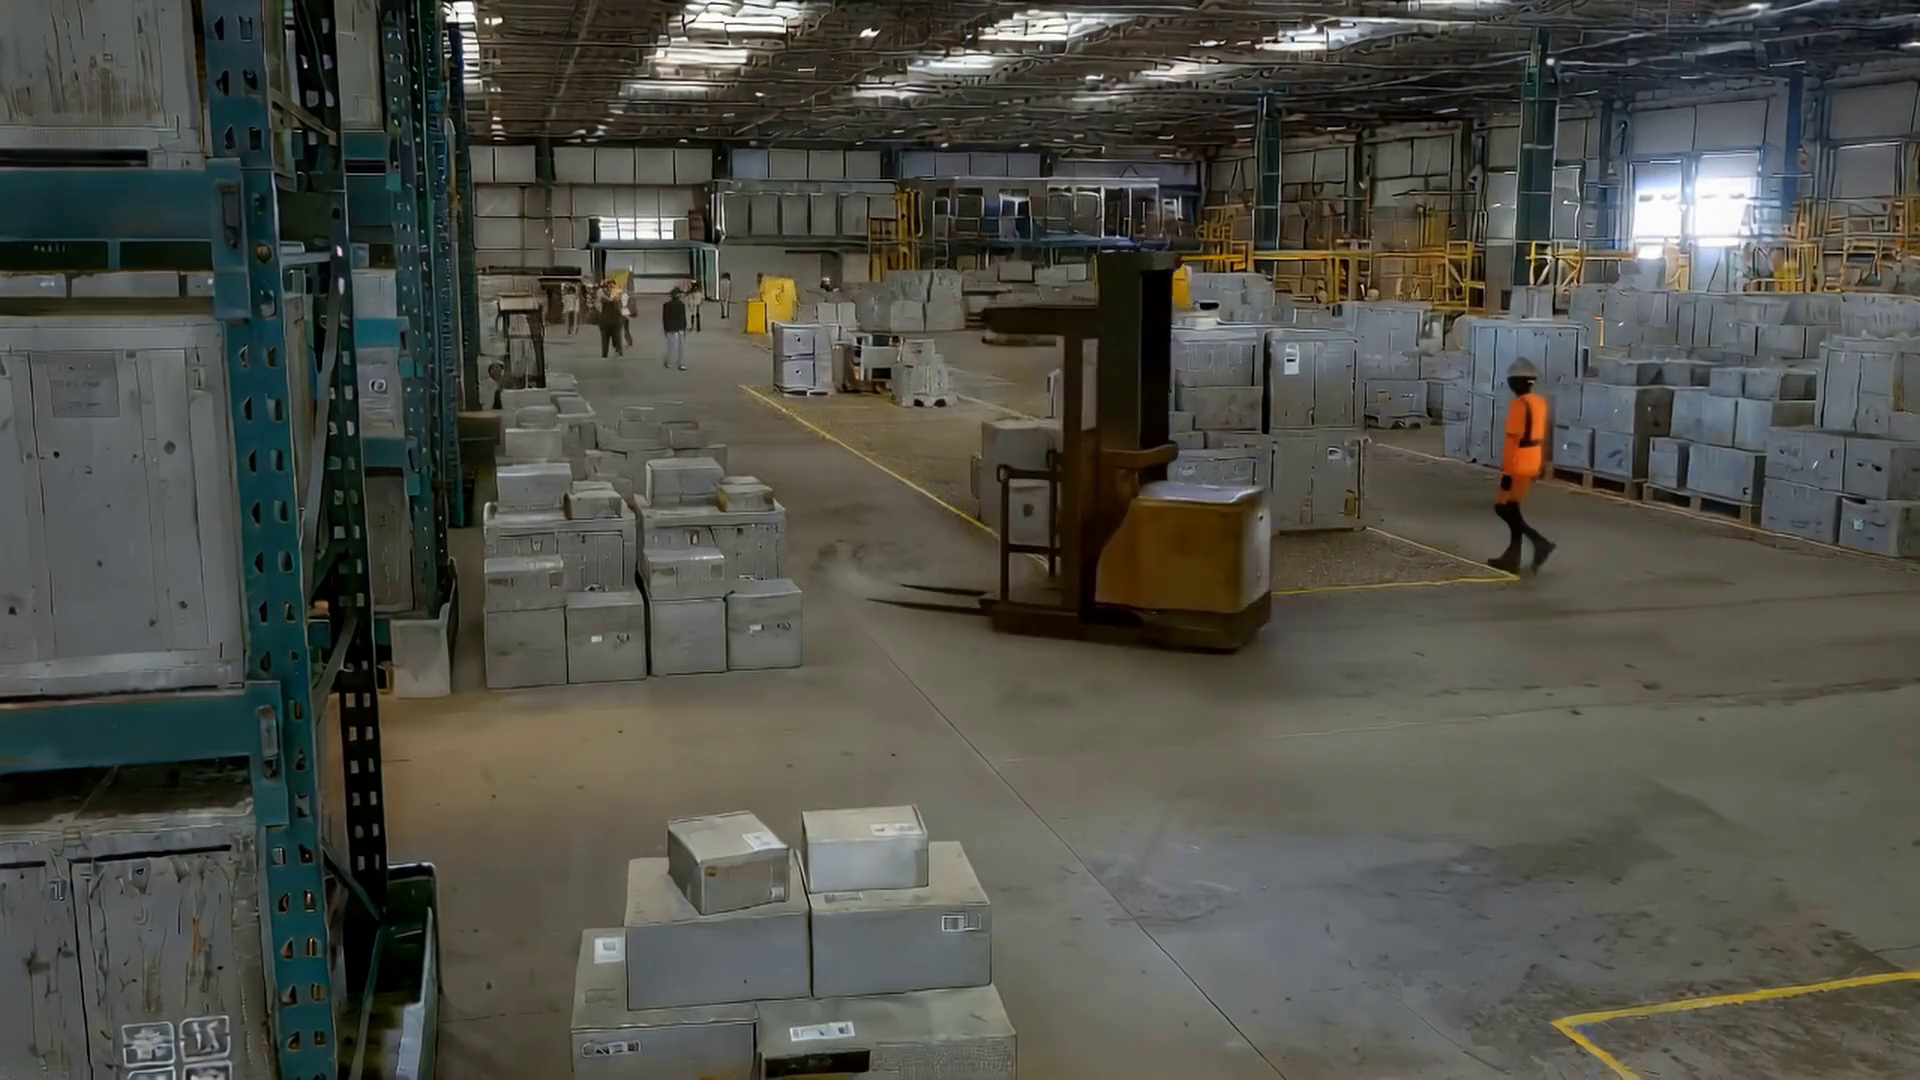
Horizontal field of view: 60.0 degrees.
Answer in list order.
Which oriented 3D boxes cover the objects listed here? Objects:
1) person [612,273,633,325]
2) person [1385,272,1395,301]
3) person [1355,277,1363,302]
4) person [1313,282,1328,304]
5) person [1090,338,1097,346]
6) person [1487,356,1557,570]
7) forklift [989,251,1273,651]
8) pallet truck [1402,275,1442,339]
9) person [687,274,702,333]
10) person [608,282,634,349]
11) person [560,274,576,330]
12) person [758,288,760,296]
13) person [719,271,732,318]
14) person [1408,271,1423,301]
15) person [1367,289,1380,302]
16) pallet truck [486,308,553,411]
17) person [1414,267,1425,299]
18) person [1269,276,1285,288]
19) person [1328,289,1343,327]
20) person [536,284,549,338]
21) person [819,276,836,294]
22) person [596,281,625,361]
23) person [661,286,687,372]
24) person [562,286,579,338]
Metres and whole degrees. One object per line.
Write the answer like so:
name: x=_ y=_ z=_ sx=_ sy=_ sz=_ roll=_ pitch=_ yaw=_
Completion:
person: x=-12.583 y=-8.832 z=60.954 sx=1.044 sy=1.908 sz=0.608 roll=-1 pitch=10 yaw=-7
person: x=19.344 y=-11.189 z=74.850 sx=0.867 sy=1.709 sz=0.497 roll=-9 pitch=13 yaw=-41
person: x=13.419 y=-8.060 z=56.624 sx=0.656 sy=1.889 sz=1.005 roll=-8 pitch=13 yaw=-39
person: x=11.958 y=-7.721 z=55.272 sx=0.534 sy=1.691 sz=0.321 roll=8 pitch=13 yaw=38
person: x=3.159 y=-4.497 z=37.203 sx=0.691 sy=1.612 sz=0.513 roll=-6 pitch=12 yaw=-30
person: x=4.967 y=-0.656 z=14.617 sx=0.543 sy=1.914 sz=0.559 roll=9 pitch=13 yaw=40
forklift: x=1.299 y=-0.717 z=12.234 sx=1.873 sy=2.768 sz=1.129 roll=4 pitch=11 yaw=24
pallet truck: x=14.620 y=-7.324 z=52.145 sx=0.823 sy=1.965 sz=1.885 roll=8 pitch=13 yaw=40
person: x=-8.883 y=-7.886 z=55.504 sx=0.544 sy=1.935 sz=0.361 roll=3 pitch=10 yaw=17
person: x=-9.543 y=-6.300 z=46.716 sx=0.993 sy=1.877 sz=0.610 roll=9 pitch=14 yaw=42
person: x=-13.382 y=-8.130 z=56.922 sx=0.543 sy=1.925 sz=0.682 roll=-4 pitch=11 yaw=-22
person: x=-6.906 y=-8.373 z=58.873 sx=0.550 sy=1.725 sz=0.584 roll=4 pitch=11 yaw=19
person: x=-9.459 y=-9.885 z=67.006 sx=0.513 sy=1.872 sz=0.328 roll=-4 pitch=11 yaw=-23
person: x=19.676 y=-10.691 z=71.789 sx=0.652 sy=1.789 sz=0.948 roll=1 pitch=10 yaw=6
person: x=9.236 y=-4.687 z=37.452 sx=0.399 sy=1.919 sz=0.582 roll=4 pitch=11 yaw=19
pallet truck: x=-6.242 y=-2.418 z=24.362 sx=0.823 sy=1.965 sz=1.885 roll=1 pitch=10 yaw=3
person: x=21.303 y=-11.684 z=77.088 sx=0.680 sy=1.905 sz=0.513 roll=-9 pitch=14 yaw=-43
person: x=11.601 y=-8.771 z=60.904 sx=0.925 sy=1.805 sz=0.623 roll=-9 pitch=14 yaw=-42
person: x=8.816 y=-4.903 z=38.792 sx=0.349 sy=1.877 sz=0.576 roll=-7 pitch=12 yaw=-36
person: x=-13.149 y=-7.223 z=52.457 sx=0.319 sy=1.690 sz=0.535 roll=3 pitch=10 yaw=16
person: x=-4.554 y=-8.123 z=57.078 sx=0.607 sy=1.855 sz=1.036 roll=-6 pitch=12 yaw=-32
person: x=-8.769 y=-5.517 z=41.790 sx=0.708 sy=2.000 sz=0.544 roll=-2 pitch=10 yaw=-13
person: x=-6.582 y=-4.836 z=38.152 sx=0.631 sy=1.961 sz=0.689 roll=-9 pitch=13 yaw=-41
person: x=-12.268 y=-7.185 z=52.399 sx=0.527 sy=1.618 sz=0.342 roll=-3 pitch=10 yaw=-15
